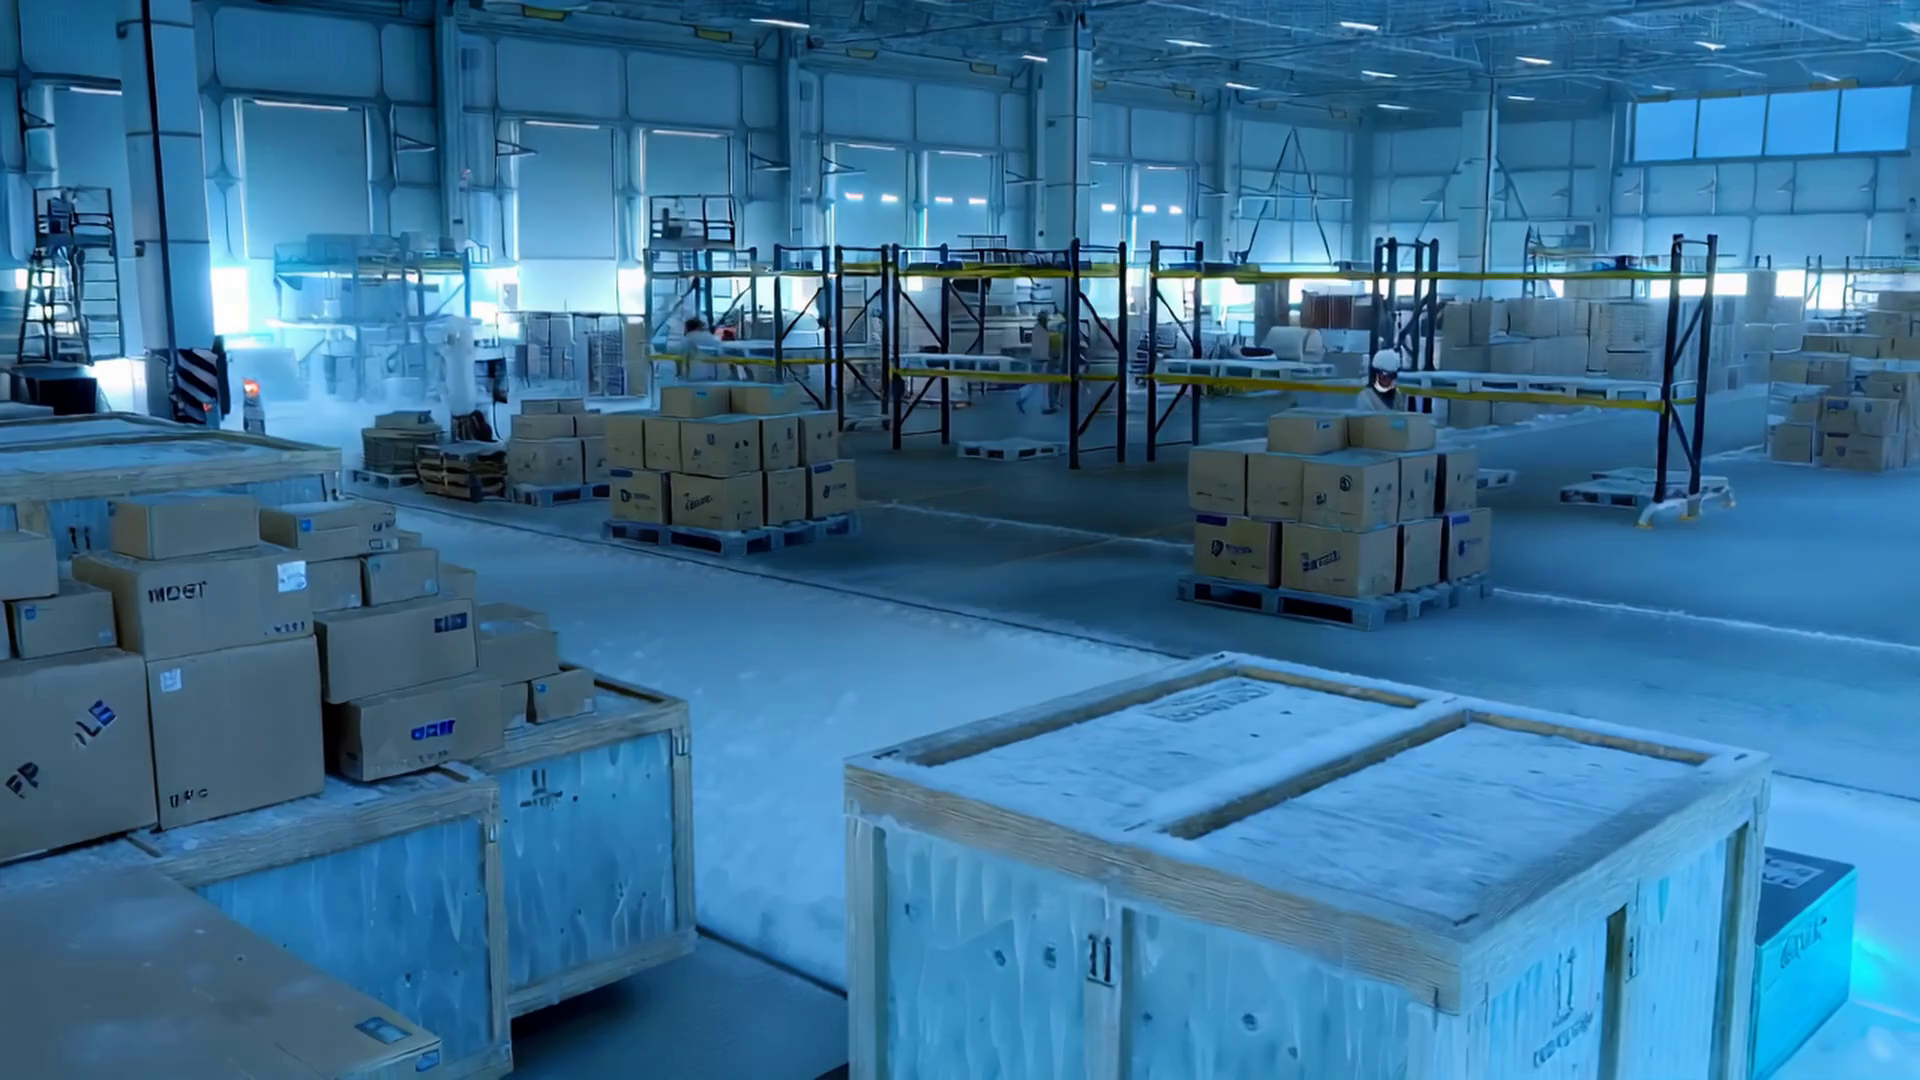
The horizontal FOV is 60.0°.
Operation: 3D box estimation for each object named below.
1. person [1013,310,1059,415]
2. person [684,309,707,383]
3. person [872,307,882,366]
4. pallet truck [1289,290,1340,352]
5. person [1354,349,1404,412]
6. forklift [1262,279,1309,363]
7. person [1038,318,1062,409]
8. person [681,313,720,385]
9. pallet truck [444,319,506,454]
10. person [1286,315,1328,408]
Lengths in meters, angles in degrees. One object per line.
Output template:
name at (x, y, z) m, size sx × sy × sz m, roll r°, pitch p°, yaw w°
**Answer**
person at (1.391, -3.215, 30.250) m, size 0.758 × 1.917 × 0.634 m, roll 0°, pitch 9°, yaw 2°
person at (-4.967, -3.345, 30.983) m, size 0.651 × 1.912 × 0.576 m, roll -8°, pitch 12°, yaw -41°
person at (-2.207, -5.403, 44.506) m, size 0.312 × 1.633 × 0.519 m, roll -1°, pitch 9°, yaw -8°
pallet truck at (11.297, -6.951, 52.861) m, size 1.885 × 1.965 × 0.823 m, roll -5°, pitch 11°, yaw -29°
person at (3.787, -0.744, 14.978) m, size 0.545 × 1.942 × 0.354 m, roll -6°, pitch 11°, yaw -33°
forklift at (8.555, -6.090, 44.881) m, size 1.873 × 2.768 × 1.129 m, roll 9°, pitch 13°, yaw 43°
person at (1.721, -3.329, 31.472) m, size 0.486 × 1.735 × 0.330 m, roll -5°, pitch 10°, yaw -27°
person at (-4.316, -2.808, 27.688) m, size 0.626 × 1.925 × 0.388 m, roll -2°, pitch 10°, yaw -14°
pallet truck at (-6.981, -1.942, 22.150) m, size 1.885 × 1.965 × 0.823 m, roll 1°, pitch 9°, yaw 9°
person at (6.520, -3.281, 30.969) m, size 0.925 × 1.805 × 0.623 m, roll -1°, pitch 9°, yaw -4°
